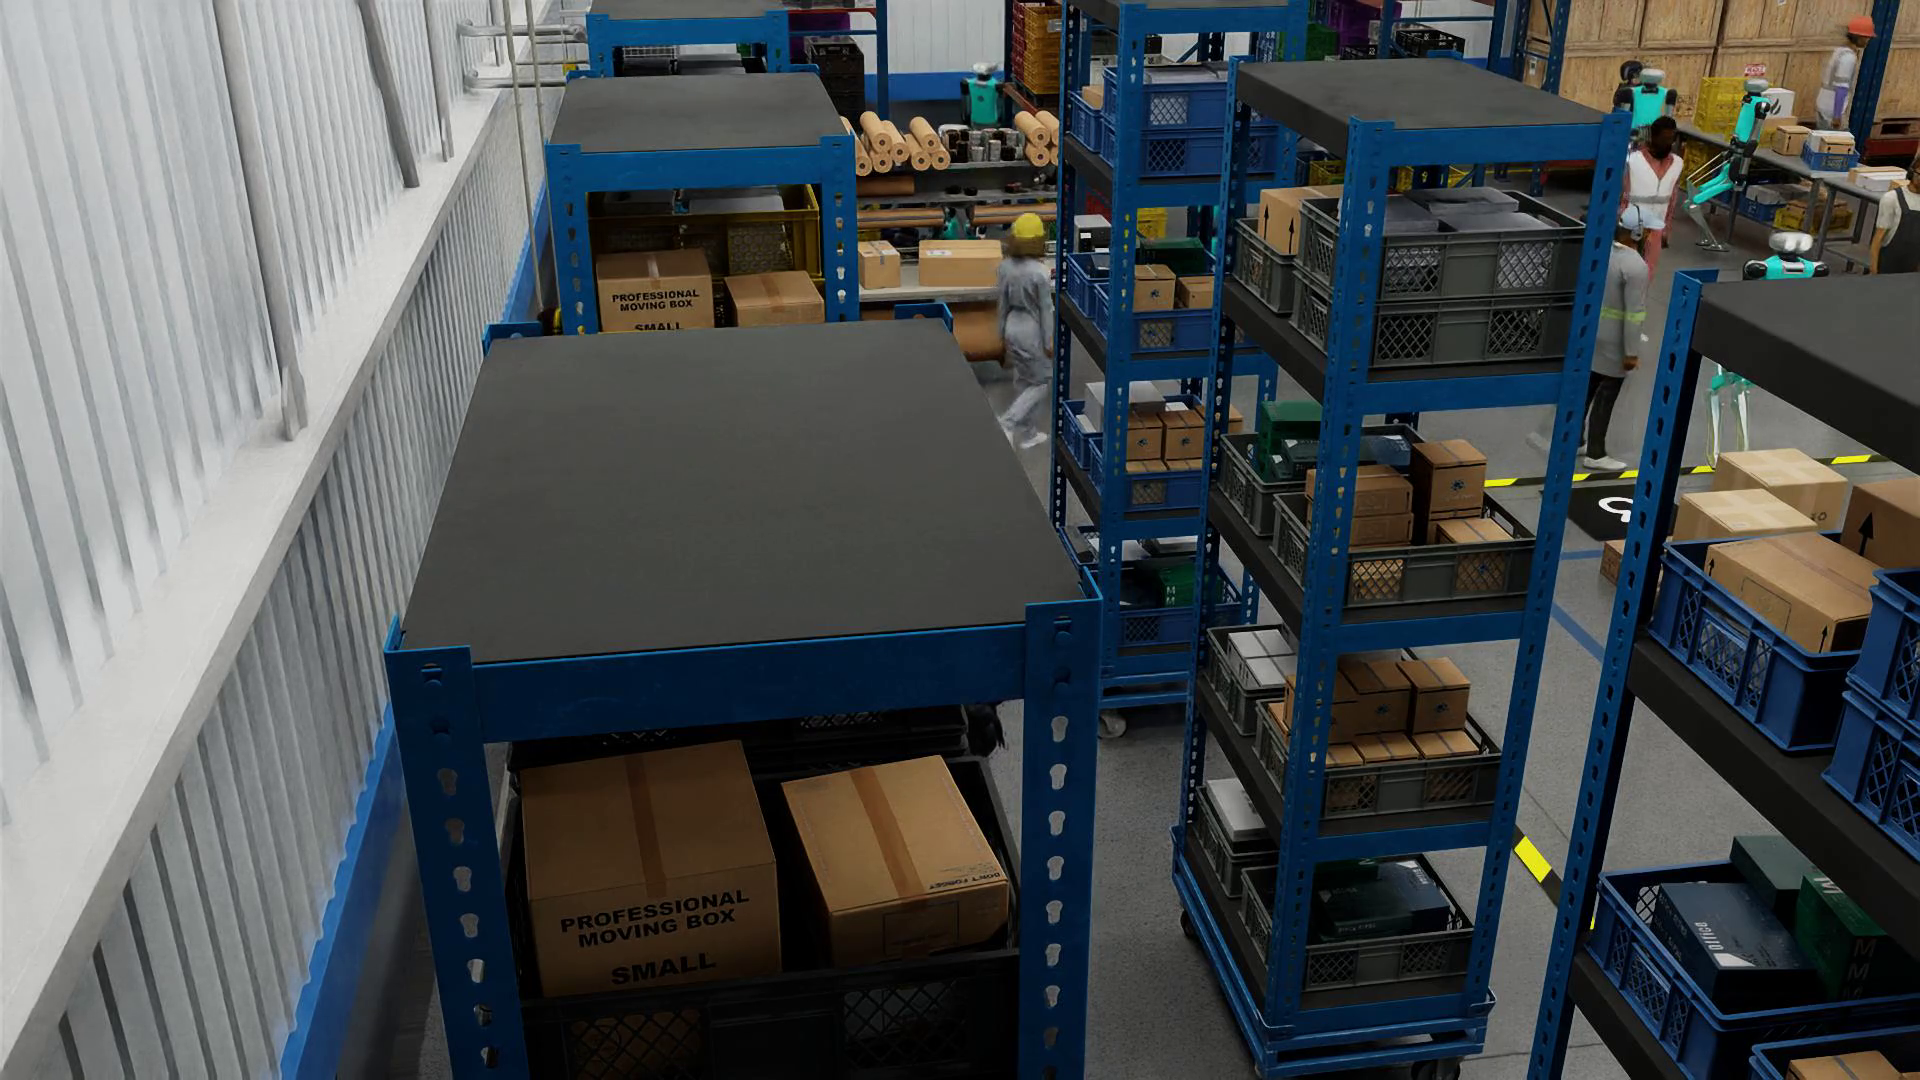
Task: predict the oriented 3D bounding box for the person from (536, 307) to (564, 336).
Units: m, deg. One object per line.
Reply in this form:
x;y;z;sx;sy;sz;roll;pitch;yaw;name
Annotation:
-2.128;-0.383;9.220;0.314;1.866;0.534;2;25;4;person

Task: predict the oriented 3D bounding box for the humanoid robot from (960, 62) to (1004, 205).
0.339;-4.278;17.854;0.558;1.720;1.054;9;26;19;humanoid robot

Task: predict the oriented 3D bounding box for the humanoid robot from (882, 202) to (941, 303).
-0.413;-2.408;13.898;0.611;1.645;0.604;15;29;29;humanoid robot

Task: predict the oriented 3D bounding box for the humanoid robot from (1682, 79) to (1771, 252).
7.497;-3.712;16.453;0.735;1.675;0.533;3;25;7;humanoid robot

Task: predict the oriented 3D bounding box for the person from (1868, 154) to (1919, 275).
7.321;-2.111;13.009;0.507;1.839;0.344;-6;25;-14;person

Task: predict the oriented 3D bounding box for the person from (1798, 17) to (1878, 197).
9.947;-4.880;18.839;0.501;2.018;0.631;7;26;15;person

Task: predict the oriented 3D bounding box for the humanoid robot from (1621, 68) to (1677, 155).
6.874;-3.808;16.857;0.550;1.787;0.963;10;26;20;humanoid robot

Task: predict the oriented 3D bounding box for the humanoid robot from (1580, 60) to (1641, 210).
7.349;-4.466;18.383;0.779;1.631;0.608;-1;25;-3;humanoid robot

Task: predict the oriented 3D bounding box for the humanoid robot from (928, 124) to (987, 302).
0.056;-2.798;14.570;0.532;1.746;0.705;11;27;22;humanoid robot

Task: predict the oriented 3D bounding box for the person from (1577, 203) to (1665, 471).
4.509;-1.397;11.440;0.396;1.850;0.597;-5;25;-10;person

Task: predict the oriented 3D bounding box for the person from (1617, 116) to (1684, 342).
5.752;-2.635;14.072;0.613;1.902;0.493;-6;25;-13;person

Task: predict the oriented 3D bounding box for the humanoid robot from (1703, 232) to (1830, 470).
5.346;-1.312;11.229;0.533;1.681;0.735;1;25;1;humanoid robot

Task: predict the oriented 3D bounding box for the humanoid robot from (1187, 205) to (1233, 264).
2.333;-2.513;14.068;0.957;1.805;0.586;-13;28;-25;humanoid robot

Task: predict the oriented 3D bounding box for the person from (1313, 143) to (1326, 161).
4.373;-5.038;19.372;0.631;1.838;0.429;0;25;-1;person

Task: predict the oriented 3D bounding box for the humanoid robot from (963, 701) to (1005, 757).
-0.089;0.757;6.977;0.589;1.645;0.530;-13;28;-26;humanoid robot

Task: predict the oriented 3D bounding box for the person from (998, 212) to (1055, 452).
0.442;-1.425;11.634;0.561;1.725;0.497;-21;32;-37;person

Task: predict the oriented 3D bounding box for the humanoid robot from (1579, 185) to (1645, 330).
5.016;-1.968;12.939;0.604;1.628;0.791;14;28;28;humanoid robot
